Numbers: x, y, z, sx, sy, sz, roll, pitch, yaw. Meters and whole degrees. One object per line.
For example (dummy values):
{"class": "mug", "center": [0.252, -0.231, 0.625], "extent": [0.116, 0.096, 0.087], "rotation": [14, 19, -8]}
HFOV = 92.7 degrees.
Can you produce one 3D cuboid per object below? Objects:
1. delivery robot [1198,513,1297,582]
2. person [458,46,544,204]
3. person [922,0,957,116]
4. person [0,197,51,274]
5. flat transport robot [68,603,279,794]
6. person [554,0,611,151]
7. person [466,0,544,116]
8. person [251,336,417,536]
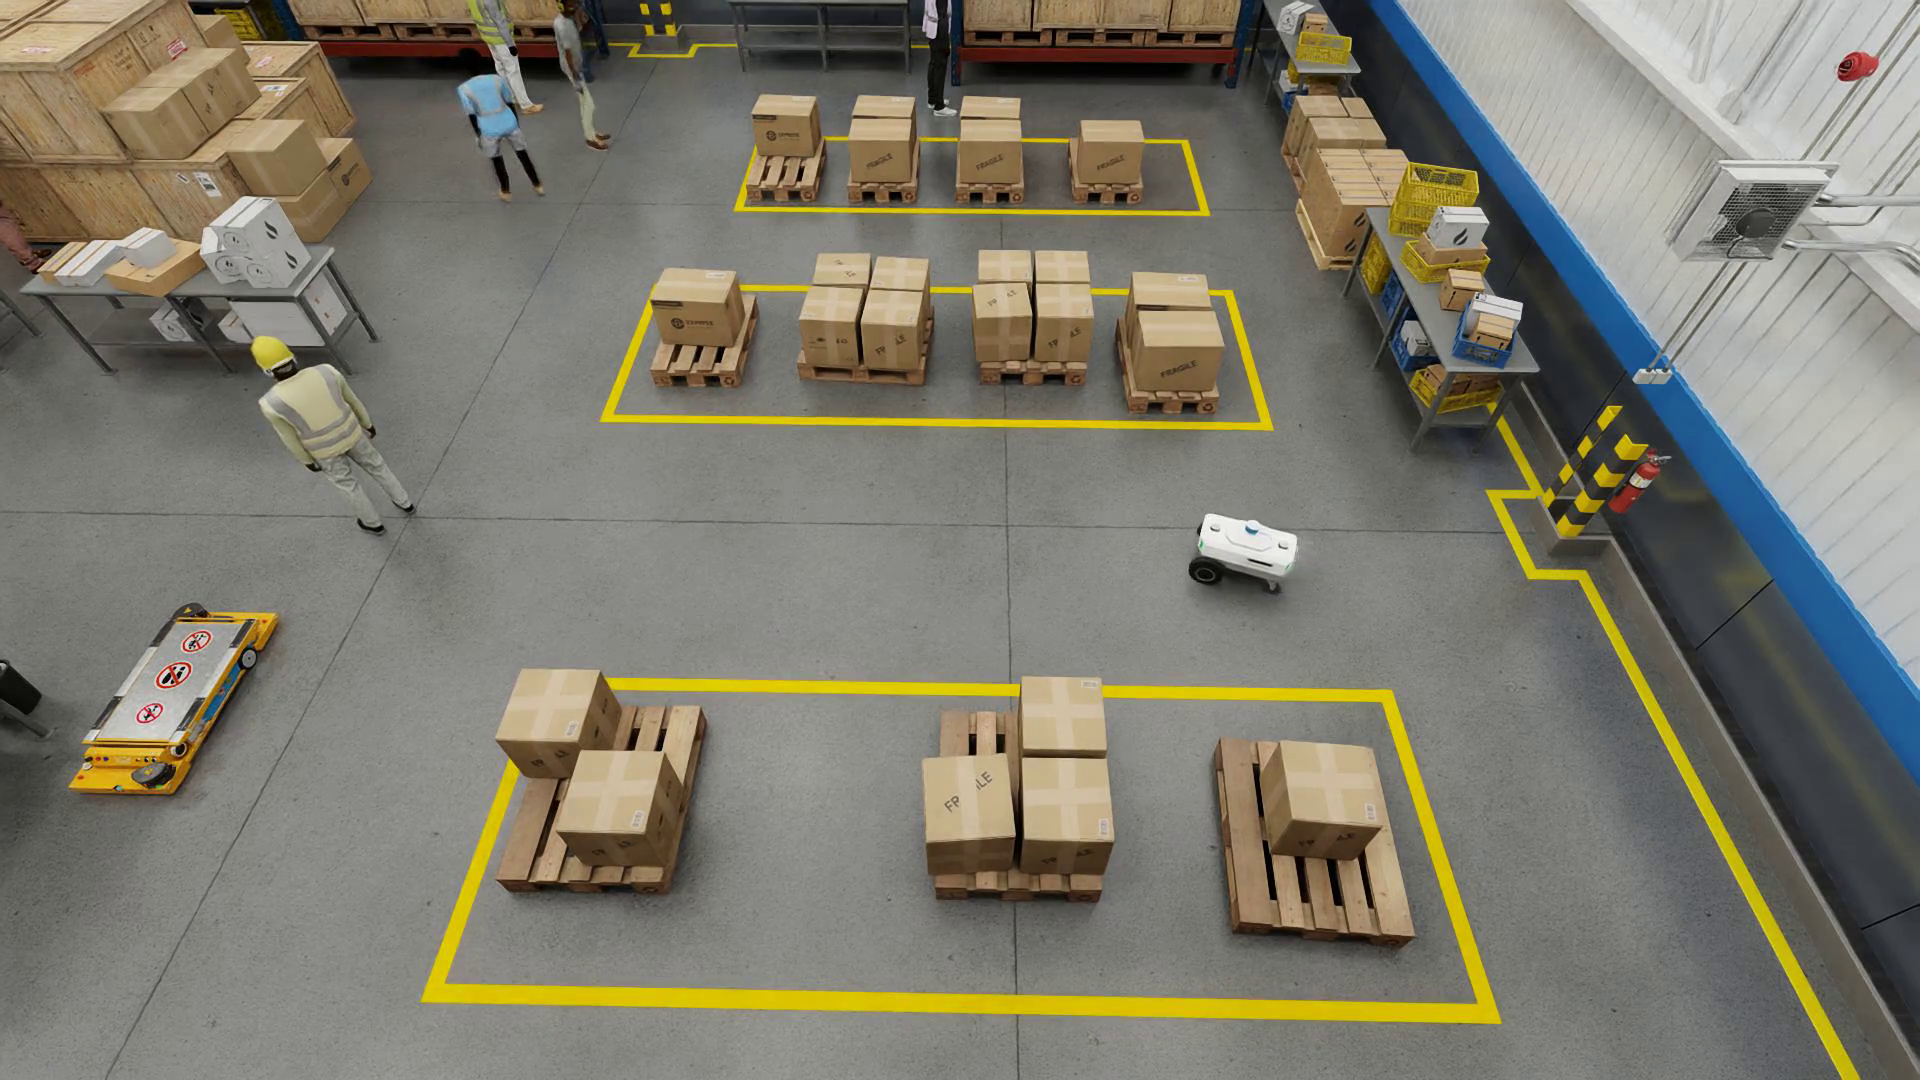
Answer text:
{"class": "delivery robot", "center": [2.209, 0.040, 7.071], "extent": [0.707, 0.478, 0.477], "rotation": [16, 52, 13]}
{"class": "person", "center": [-5.233, -4.686, 10.389], "extent": [0.551, 1.694, 0.318], "rotation": [-30, 56, -23]}
{"class": "person", "center": [-0.278, -6.479, 11.760], "extent": [0.373, 1.917, 0.594], "rotation": [-14, 51, -11]}
{"class": "person", "center": [-10.096, -3.654, 9.387], "extent": [0.636, 1.900, 0.400], "rotation": [24, 54, 19]}
{"class": "flat transport robot", "center": [-5.504, 1.072, 6.442], "extent": [0.652, 0.197, 1.431], "rotation": [1, 50, 1]}
{"class": "person", "center": [-4.629, -5.716, 11.165], "extent": [0.399, 1.849, 0.604], "rotation": [-4, 50, -3]}
{"class": "person", "center": [-5.920, -6.462, 11.795], "extent": [0.634, 1.841, 0.429], "rotation": [33, 57, 25]}
{"class": "person", "center": [-4.791, -0.788, 7.006], "extent": [0.403, 1.823, 0.591], "rotation": [29, 55, 22]}
